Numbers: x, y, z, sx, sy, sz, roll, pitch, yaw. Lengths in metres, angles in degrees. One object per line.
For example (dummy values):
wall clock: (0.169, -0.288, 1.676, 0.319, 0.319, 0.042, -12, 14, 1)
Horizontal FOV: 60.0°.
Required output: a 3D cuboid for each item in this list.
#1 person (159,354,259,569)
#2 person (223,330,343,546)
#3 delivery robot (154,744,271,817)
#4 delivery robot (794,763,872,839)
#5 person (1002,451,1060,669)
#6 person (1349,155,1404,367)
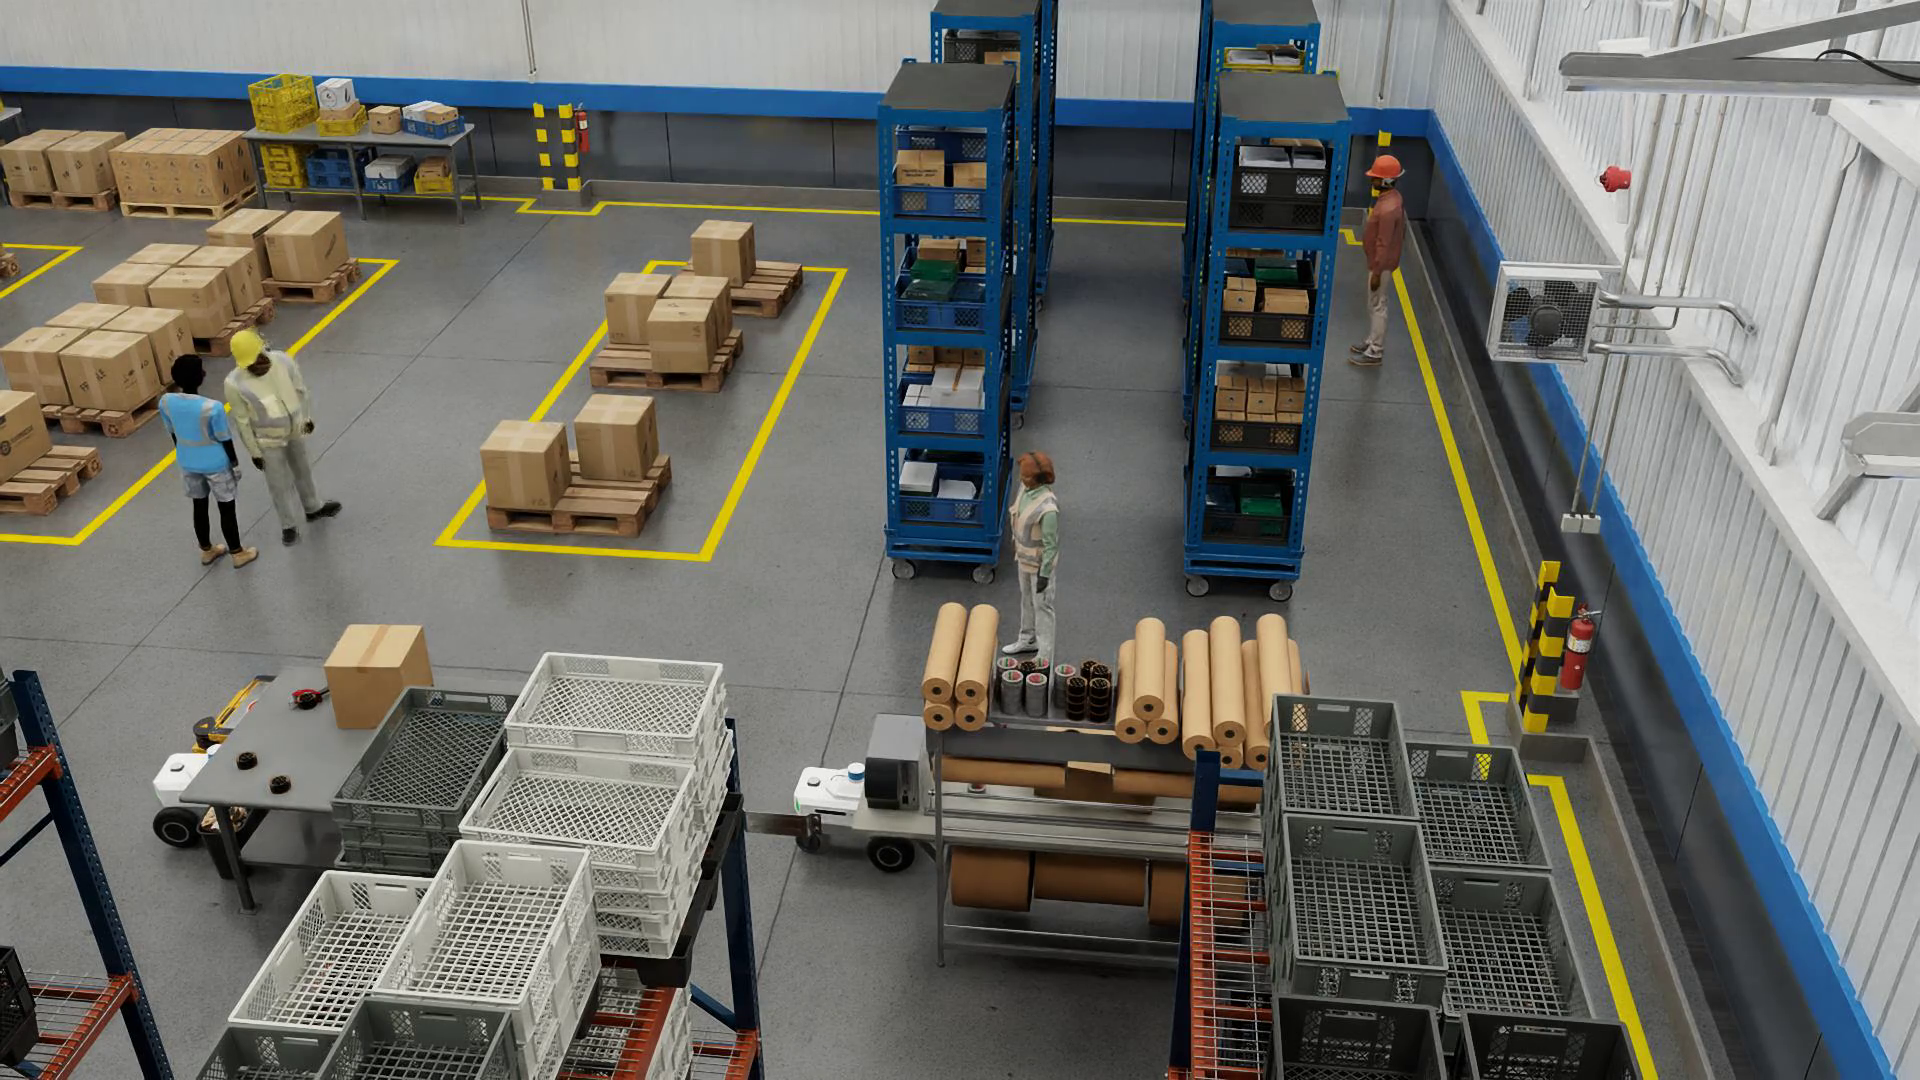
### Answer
person: (-5.530, -0.570, 12.228, 0.534, 1.691, 0.319, 7, 31, 12)
person: (-5.102, -0.825, 12.574, 0.430, 1.783, 0.739, 18, 35, 29)
delivery robot: (-4.340, 1.427, 9.825, 0.707, 0.478, 0.477, 0, 30, 0)
delivery robot: (-0.597, 1.516, 9.672, 0.707, 0.478, 0.477, 5, 31, 8)
person: (0.496, 0.141, 11.055, 0.307, 1.638, 0.512, -11, 32, -18)
person: (3.862, -2.581, 15.394, 0.405, 1.988, 0.620, 7, 31, 12)
